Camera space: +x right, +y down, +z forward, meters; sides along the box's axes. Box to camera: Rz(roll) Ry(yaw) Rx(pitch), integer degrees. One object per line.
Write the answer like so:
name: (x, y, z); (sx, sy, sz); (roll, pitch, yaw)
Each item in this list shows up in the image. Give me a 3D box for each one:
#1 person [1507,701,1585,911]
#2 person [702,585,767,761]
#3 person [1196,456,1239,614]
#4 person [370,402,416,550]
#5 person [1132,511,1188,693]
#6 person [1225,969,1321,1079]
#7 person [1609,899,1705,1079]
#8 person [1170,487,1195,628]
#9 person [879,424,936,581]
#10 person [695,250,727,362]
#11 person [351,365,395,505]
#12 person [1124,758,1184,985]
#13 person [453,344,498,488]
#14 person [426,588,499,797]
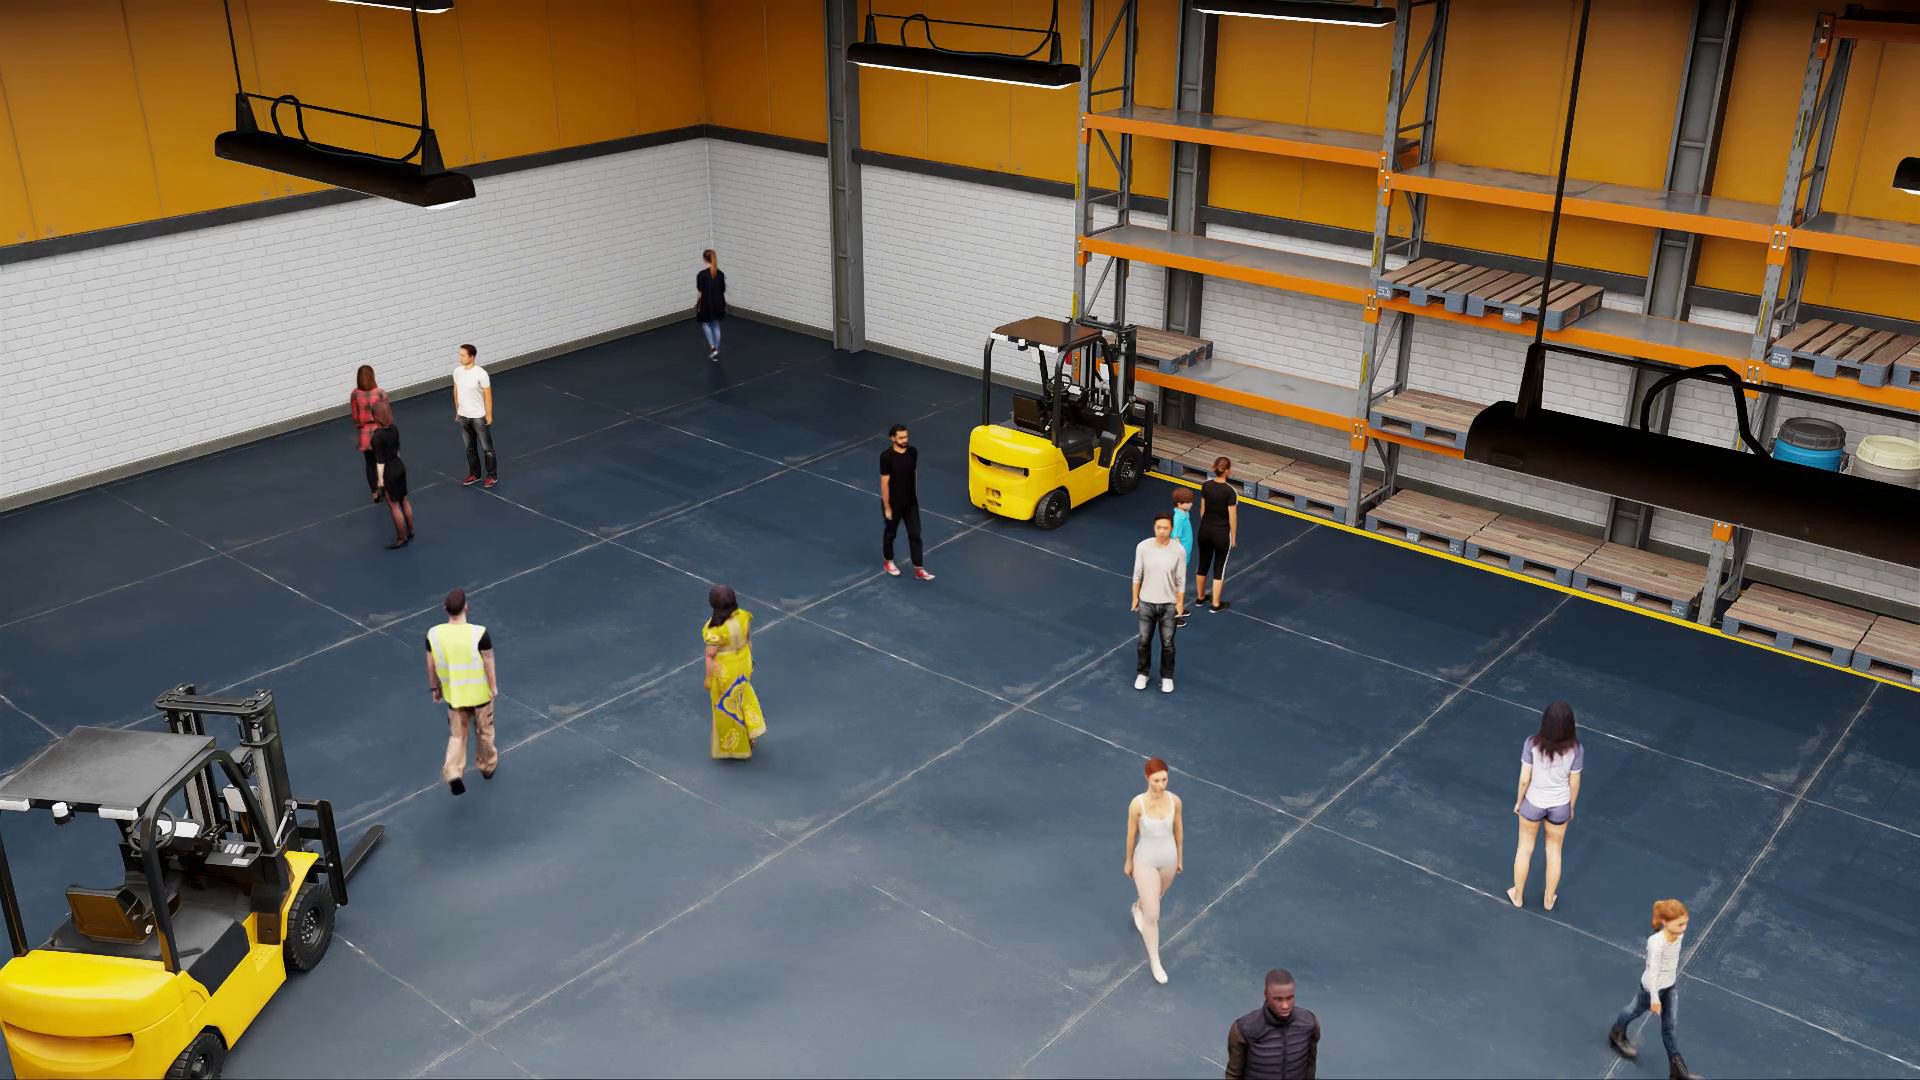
person: (4.340, 1.963, 12.332); (0.595, 1.733, 0.719); (5, 24, 12)
person: (-1.909, 1.162, 14.275); (0.804, 1.646, 0.719); (17, 29, 34)
person: (2.619, -0.068, 17.061); (0.459, 1.669, 0.640); (20, 31, 38)
person: (-6.328, -0.728, 18.525); (0.644, 1.705, 0.657); (6, 24, 13)
person: (1.852, 0.552, 15.469); (0.629, 1.807, 0.768); (5, 24, 12)
person: (1.746, 3.191, 9.396); (0.780, 1.836, 0.801); (-5, 24, -11)
person: (4.471, 2.870, 10.816); (0.674, 1.287, 0.959); (-14, 27, -30)
person: (2.207, 0.140, 16.856); (0.586, 1.450, 0.583); (8, 25, 17)
person: (-0.696, -0.431, 17.810); (0.805, 1.733, 1.047); (-16, 28, -32)
person: (-3.679, -3.475, 24.845); (0.759, 1.677, 0.798); (-11, 26, -24)
person: (-6.954, -1.260, 19.745); (0.693, 1.702, 0.763); (-1, 24, -2)
person: (1.359, 2.254, 11.824); (0.926, 1.607, 1.095); (-7, 25, -15)
person: (-5.904, -1.535, 20.252); (0.618, 1.800, 0.774); (8, 25, 17)
person: (-4.100, 1.278, 13.782); (1.083, 1.827, 1.127); (-1, 24, -2)
